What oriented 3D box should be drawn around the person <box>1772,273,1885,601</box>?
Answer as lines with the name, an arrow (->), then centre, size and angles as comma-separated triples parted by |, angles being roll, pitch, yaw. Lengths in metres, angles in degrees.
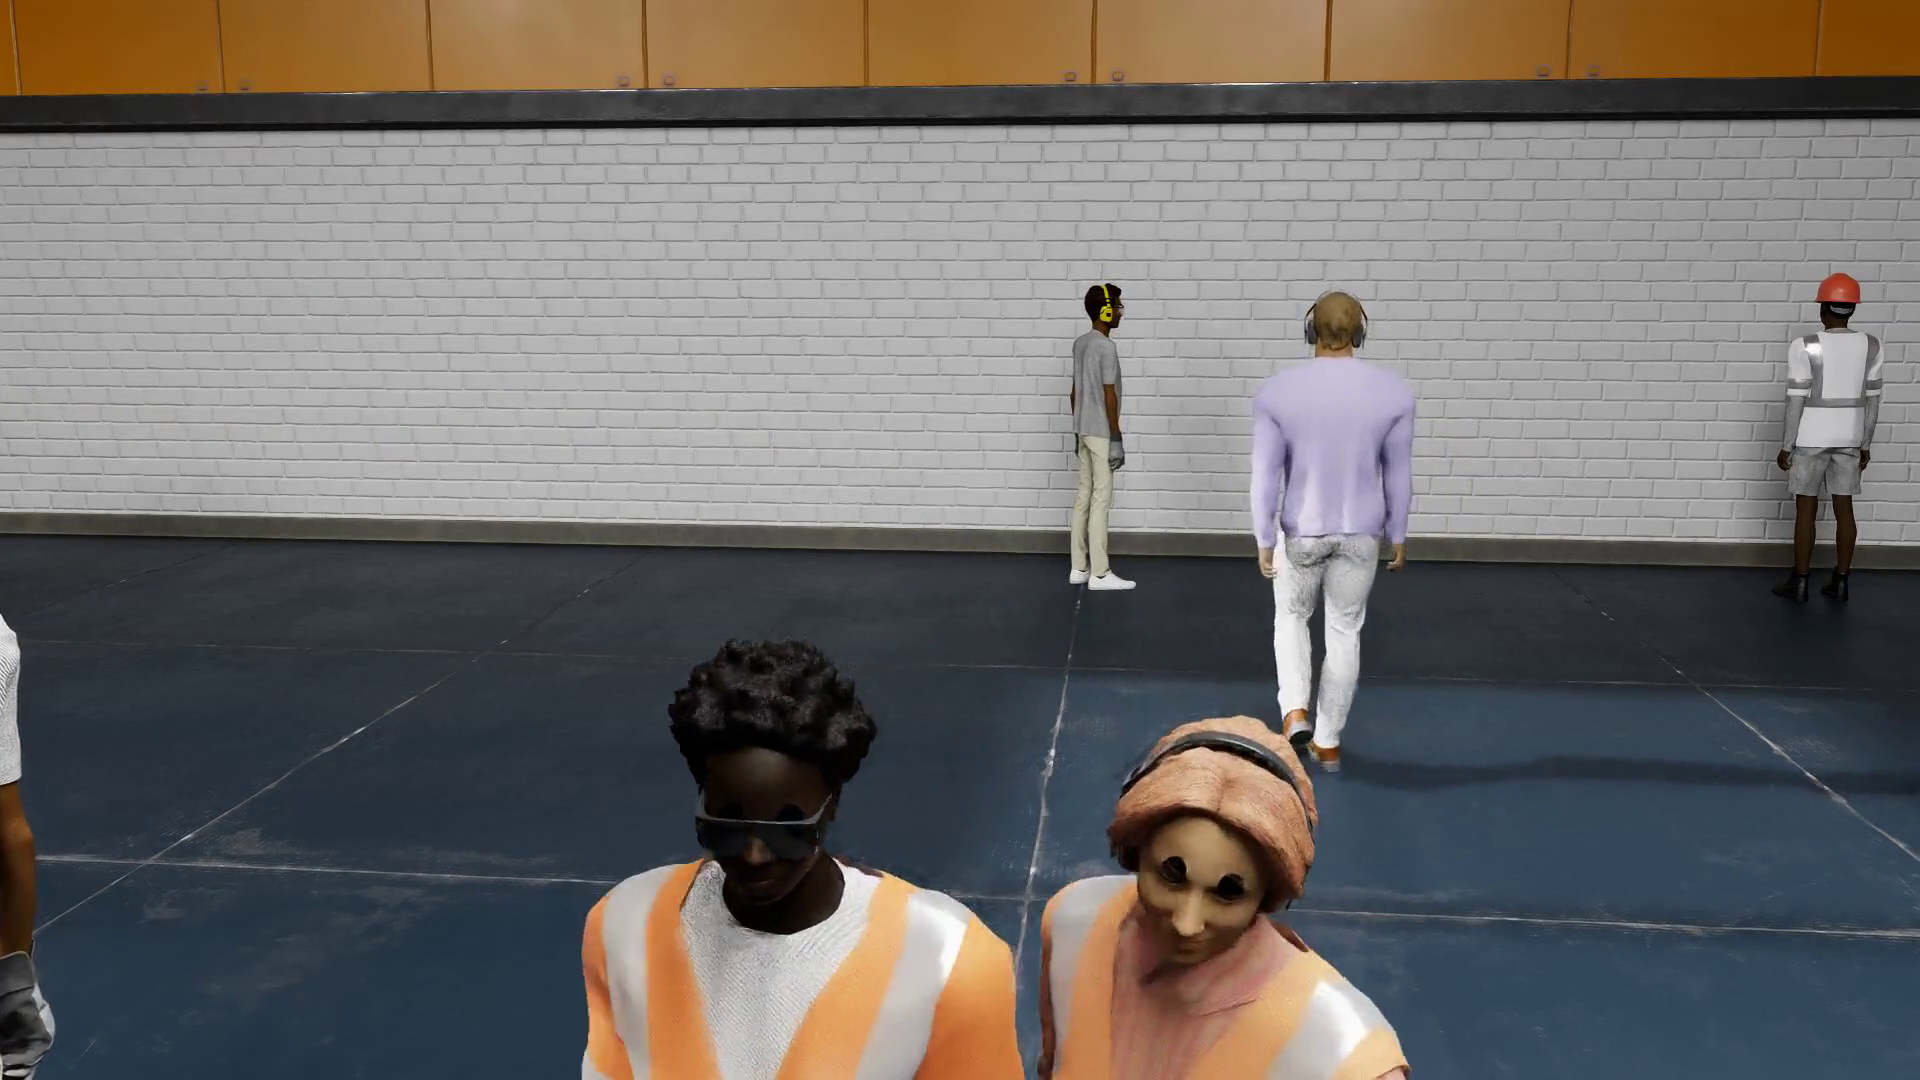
person -> 5.115, -0.598, 9.830 | 0.546, 1.938, 0.361 | 0, 10, 1

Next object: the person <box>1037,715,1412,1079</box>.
person -> 0.276, 0.951, 1.887 | 0.419, 1.602, 0.553 | -8, 13, -40

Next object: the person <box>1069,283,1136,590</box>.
person -> 0.858, -0.632, 10.214 | 0.332, 1.874, 0.520 | -4, 11, -22

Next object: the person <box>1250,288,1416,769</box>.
person -> 1.472, -0.028, 6.605 | 0.633, 1.924, 0.464 | 2, 10, 10

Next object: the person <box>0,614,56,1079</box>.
person -> -1.579, 0.729, 2.431 | 0.314, 1.869, 0.537 | 3, 10, 18

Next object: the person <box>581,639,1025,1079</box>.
person -> -0.165, 0.902, 1.989 | 0.543, 1.678, 0.475 | 4, 11, 20
